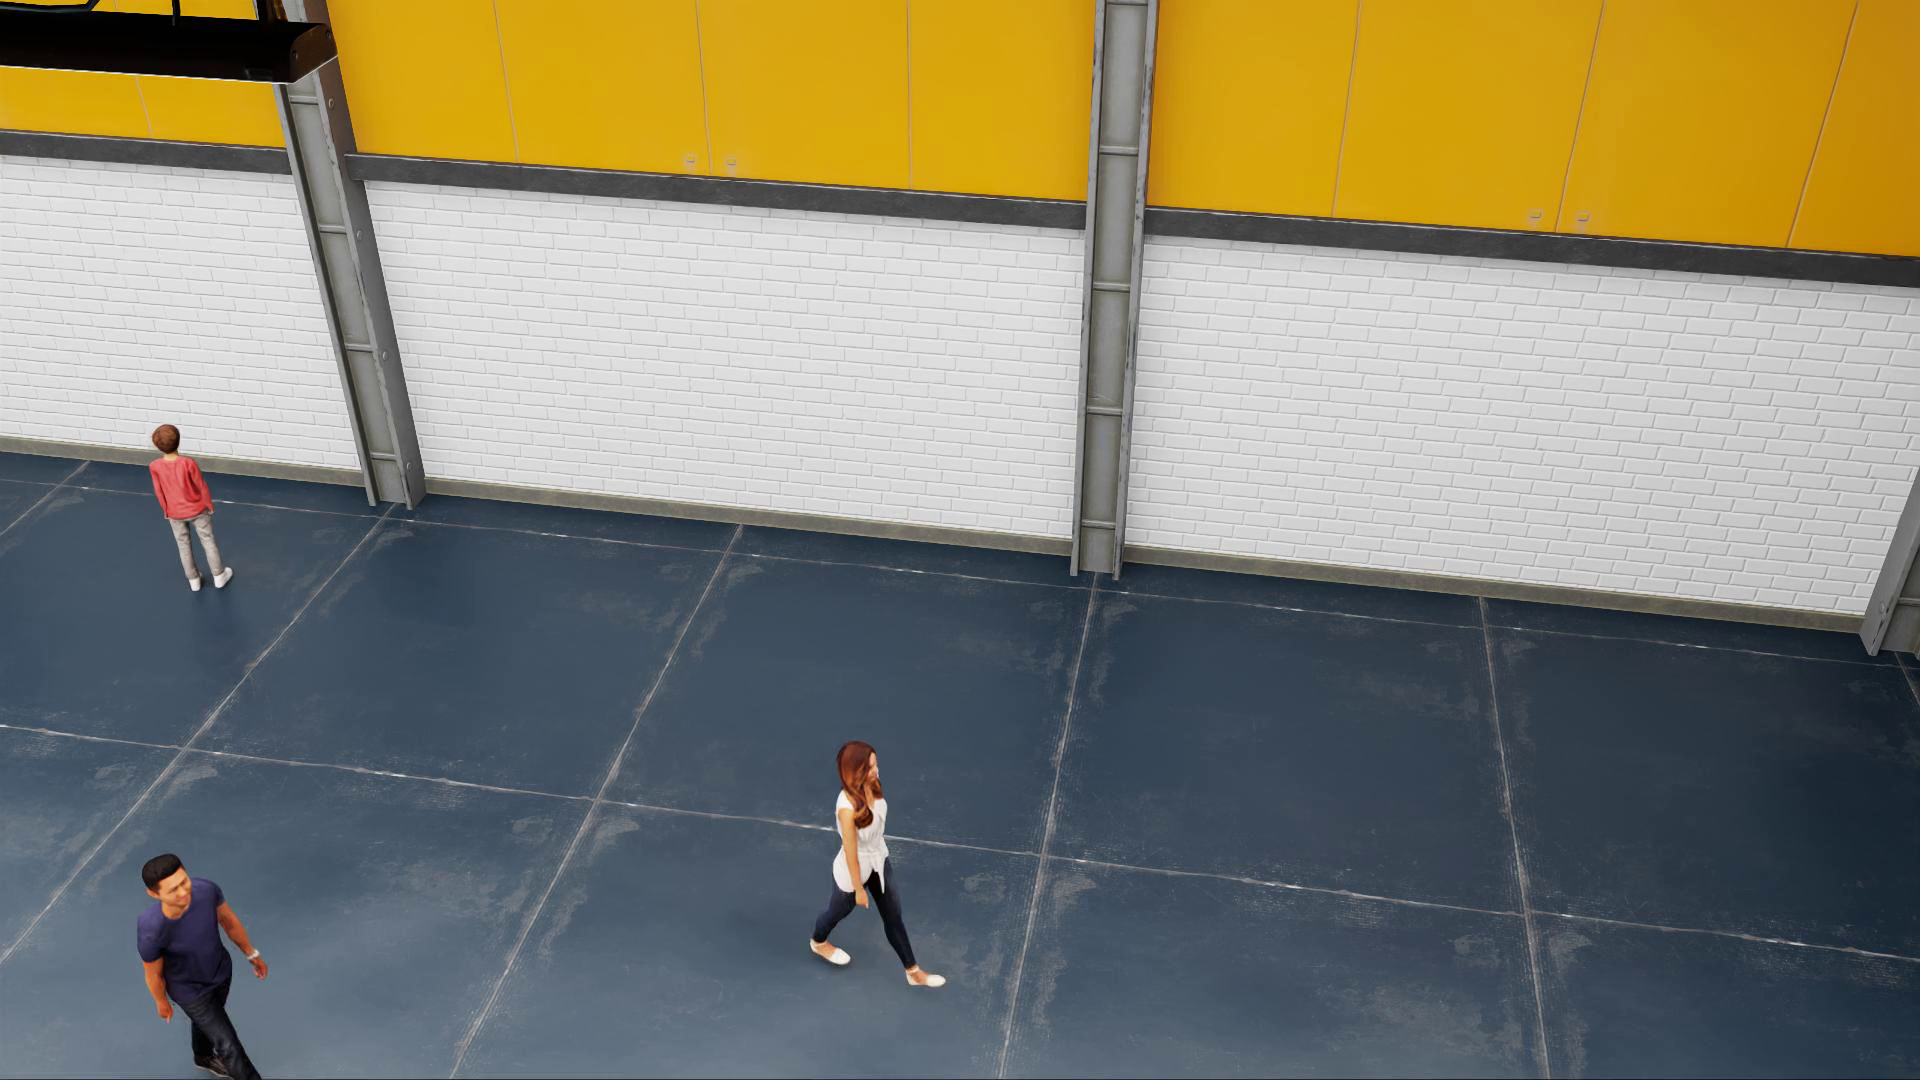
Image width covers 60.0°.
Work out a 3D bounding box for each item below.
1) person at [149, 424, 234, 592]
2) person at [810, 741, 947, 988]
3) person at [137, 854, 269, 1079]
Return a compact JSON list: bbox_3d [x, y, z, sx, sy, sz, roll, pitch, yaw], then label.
[{"bbox_3d":[-5.954,-0.248,12.793,0.509,1.417,0.639,-6,34,-10],"label":"person"},{"bbox_3d":[-0.642,1.830,9.377,1.174,1.738,0.821,15,36,21],"label":"person"},{"bbox_3d":[-4.022,2.275,8.707,1.172,1.738,0.817,13,36,19],"label":"person"}]
